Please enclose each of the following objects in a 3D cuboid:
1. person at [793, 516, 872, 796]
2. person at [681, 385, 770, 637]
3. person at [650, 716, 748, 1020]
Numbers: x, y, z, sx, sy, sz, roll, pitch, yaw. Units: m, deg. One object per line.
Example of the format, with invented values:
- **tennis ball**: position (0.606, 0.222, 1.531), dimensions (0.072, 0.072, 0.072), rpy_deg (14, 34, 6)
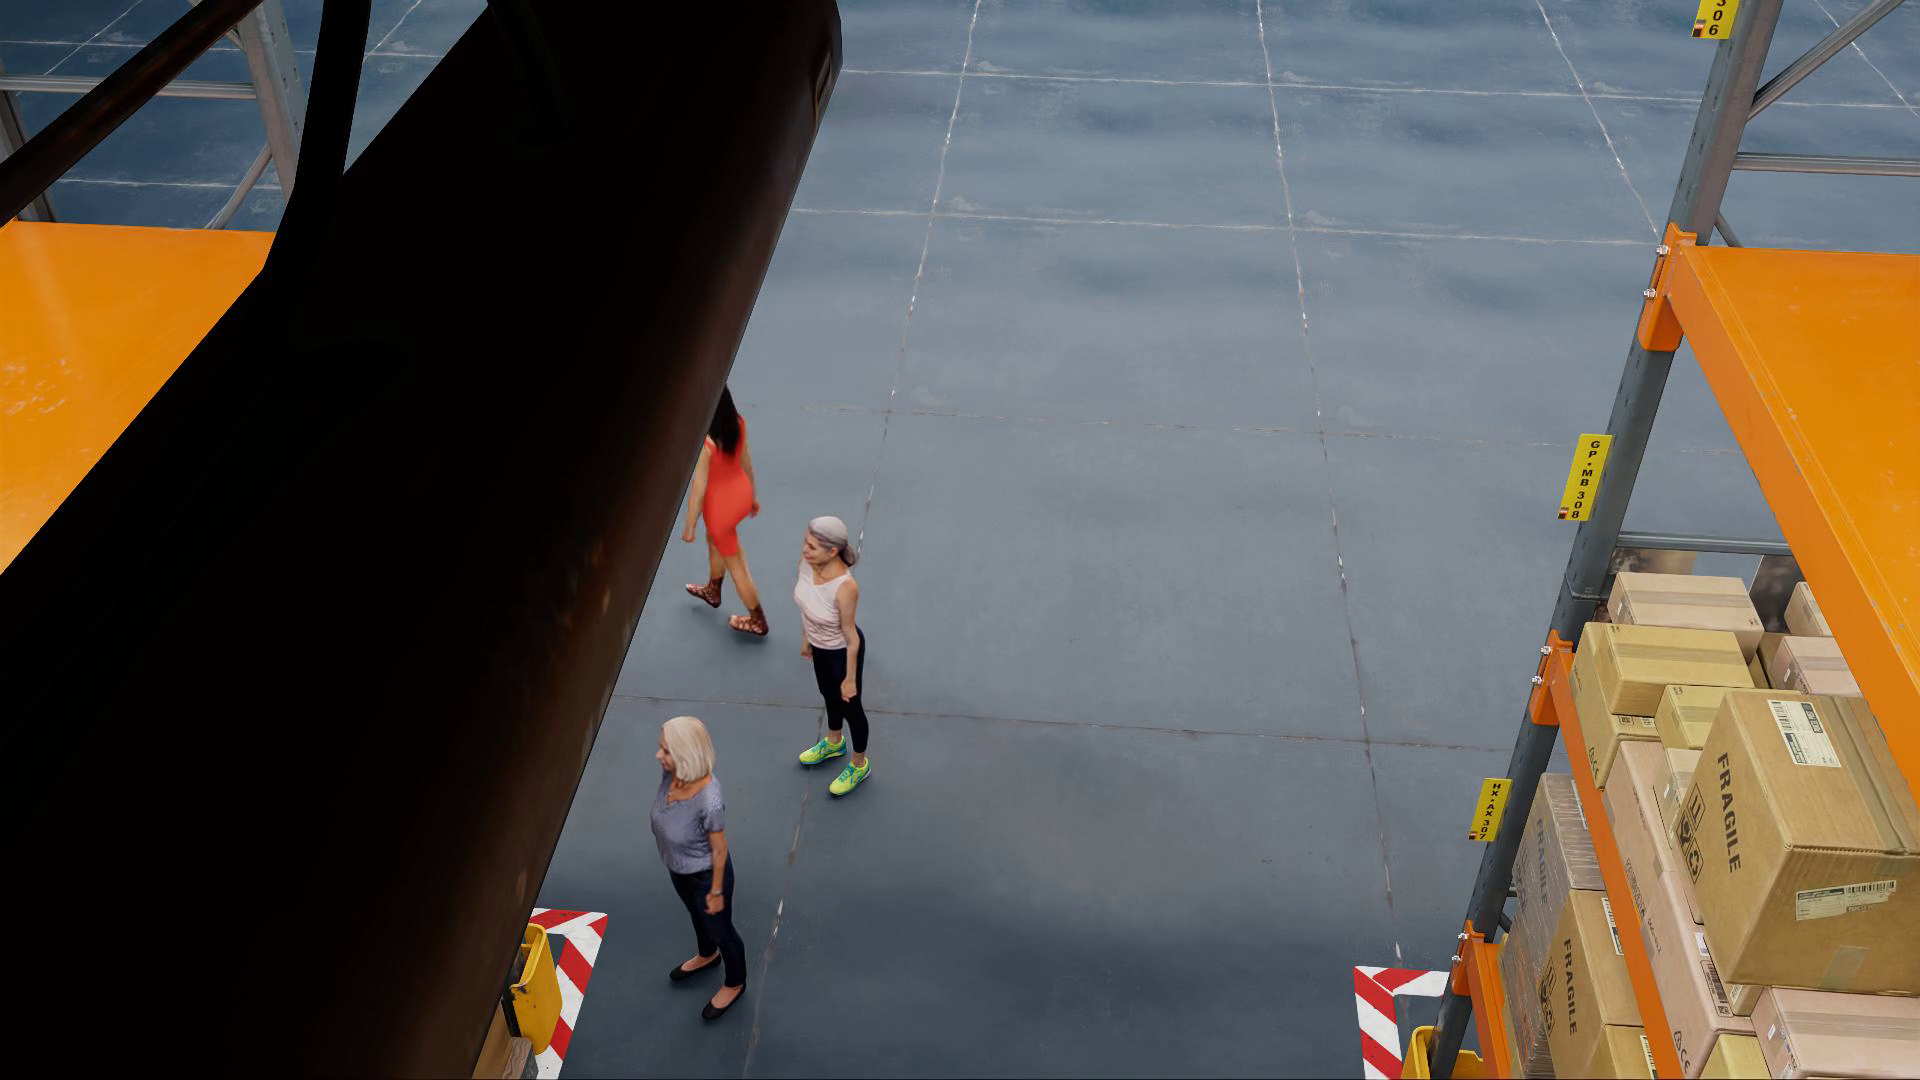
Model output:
- **person**: position (-0.622, 0.558, 8.403), dimensions (0.746, 1.702, 0.668), rpy_deg (-23, 44, -27)
- **person**: position (-1.227, -0.141, 9.299), dimensions (0.851, 1.698, 0.889), rpy_deg (16, 41, 19)
- **person**: position (-1.141, 1.413, 7.293), dimensions (0.715, 1.723, 0.648), rpy_deg (-26, 45, -29)
